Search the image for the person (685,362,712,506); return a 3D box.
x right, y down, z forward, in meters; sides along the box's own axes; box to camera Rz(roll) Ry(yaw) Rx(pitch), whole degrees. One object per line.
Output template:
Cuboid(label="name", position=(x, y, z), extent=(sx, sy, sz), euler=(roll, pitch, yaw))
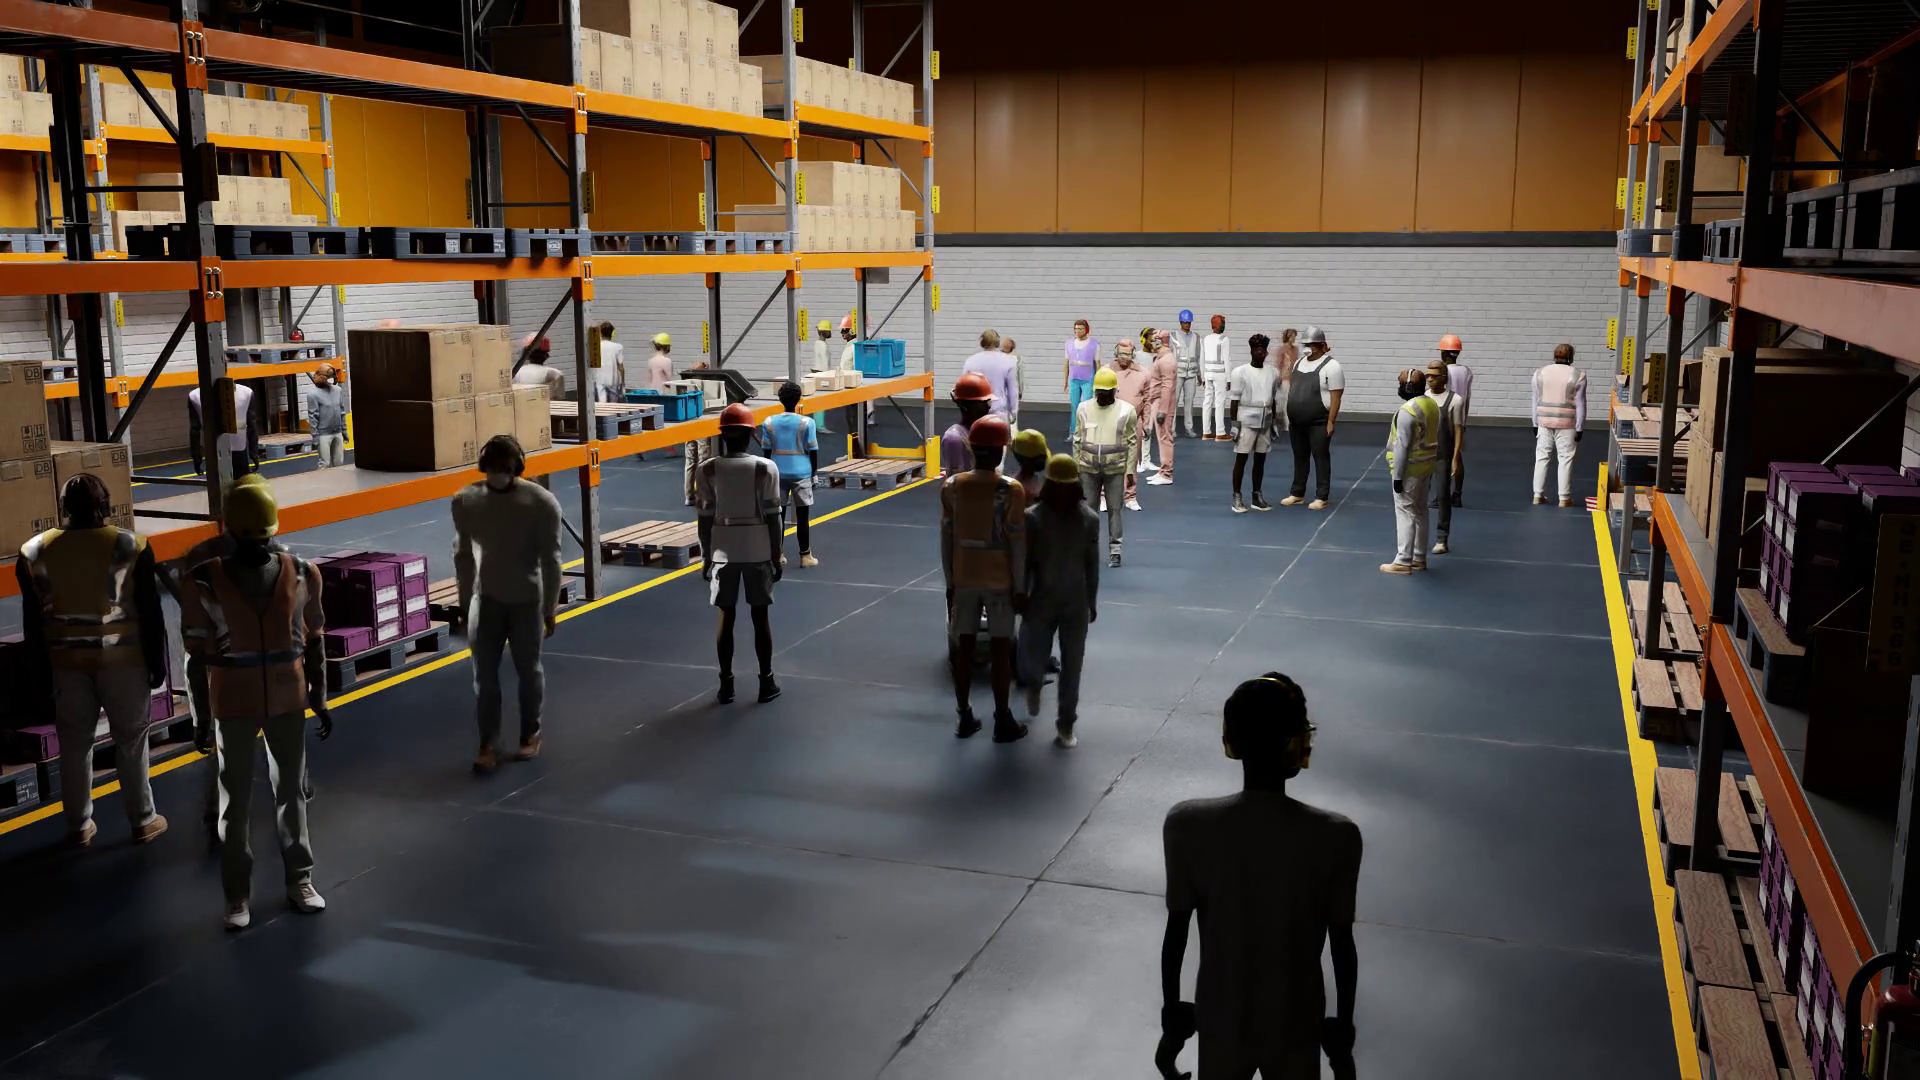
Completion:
Cuboid(label="person", position=(-2.893, -1.168, 18.549), extent=(0.511, 1.634, 0.311), euler=(8, 13, 38))

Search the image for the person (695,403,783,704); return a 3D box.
Cuboid(label="person", position=(-1.400, 0.089, 10.638), extent=(0.542, 1.928, 0.375), euler=(0, 10, -1))

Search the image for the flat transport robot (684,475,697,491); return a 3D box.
Cuboid(label="flat transport robot", position=(-2.744, -0.771, 20.144), extent=(0.652, 0.197, 1.431), euler=(3, 10, 16))

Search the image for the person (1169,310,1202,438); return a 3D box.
Cuboid(label="person", position=(3.402, -2.524, 25.296), extent=(0.601, 1.948, 0.386), euler=(-3, 10, -16))

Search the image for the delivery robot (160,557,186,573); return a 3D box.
Cuboid(label="delivery robot", position=(-6.911, 0.064, 14.376), extent=(0.477, 0.478, 0.707), euler=(-6, 12, -28))

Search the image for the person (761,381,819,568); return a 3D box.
Cuboid(label="person", position=(-1.527, -0.587, 15.082), extent=(0.540, 1.700, 0.315), euler=(3, 10, 15))

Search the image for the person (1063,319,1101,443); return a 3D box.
Cuboid(label="person", position=(1.803, -2.334, 24.521), extent=(0.570, 1.840, 0.373), euler=(6, 12, 29))

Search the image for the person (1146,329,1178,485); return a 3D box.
Cuboid(label="person", position=(2.455, -1.623, 20.348), extent=(0.399, 1.905, 0.642), euler=(1, 10, 8))

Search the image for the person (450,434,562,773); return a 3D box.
Cuboid(label="person", position=(-2.505, 0.349, 9.234), extent=(0.640, 1.899, 0.749), euler=(0, 10, 1))

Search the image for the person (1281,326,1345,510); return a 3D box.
Cuboid(label="person", position=(3.881, -1.363, 18.493), extent=(0.539, 2.000, 0.688), euler=(-8, 13, -37))

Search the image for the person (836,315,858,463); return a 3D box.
Cuboid(label="person", position=(-1.441, -1.984, 22.123), extent=(0.378, 1.995, 0.612), euler=(-3, 11, -18))

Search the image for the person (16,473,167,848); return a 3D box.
Cuboid(label="person", position=(-4.189, 0.587, 8.100), extent=(0.629, 1.837, 0.429), euler=(-2, 10, -9))

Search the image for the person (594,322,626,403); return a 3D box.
Cuboid(label="person", position=(-5.130, -2.259, 24.177), extent=(0.540, 1.826, 0.962), euler=(-2, 10, -10))

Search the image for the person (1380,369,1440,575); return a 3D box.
Cuboid(label="person", position=(4.016, -0.608, 14.843), extent=(0.428, 1.837, 0.625), euler=(8, 13, 39))

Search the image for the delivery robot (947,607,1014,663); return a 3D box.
Cuboid(label="delivery robot", position=(0.138, 0.573, 11.512), extent=(0.477, 0.478, 0.707), euler=(-2, 10, -12))

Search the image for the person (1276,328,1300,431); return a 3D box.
Cuboid(label="person", position=(5.119, -2.523, 26.179), extent=(0.524, 1.622, 0.582), euler=(-10, 14, -44))

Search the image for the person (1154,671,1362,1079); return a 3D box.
Cuboid(label="person", position=(0.754, 1.257, 4.238), extent=(0.517, 1.865, 0.334), euler=(3, 10, 15))

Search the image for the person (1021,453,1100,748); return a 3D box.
Cuboid(label="person", position=(0.574, 0.328, 9.847), extent=(0.488, 1.731, 0.554), euler=(-1, 10, -5))

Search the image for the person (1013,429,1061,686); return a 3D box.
Cuboid(label="person", position=(0.506, 0.103, 11.118), extent=(0.392, 1.729, 0.639), euler=(1, 10, 8))

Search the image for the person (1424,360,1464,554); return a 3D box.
Cuboid(label="person", position=(4.511, -0.790, 15.818), extent=(0.505, 1.845, 0.345), euler=(8, 13, 38))

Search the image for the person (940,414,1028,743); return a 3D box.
Cuboid(label="person", position=(0.153, 0.226, 9.836), extent=(0.547, 1.937, 0.379), euler=(5, 11, 27))

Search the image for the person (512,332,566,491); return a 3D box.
Cuboid(label="person", position=(-4.368, -1.146, 17.331), extent=(0.621, 2.021, 0.516), euler=(1, 10, 7))

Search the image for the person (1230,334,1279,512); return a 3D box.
Cuboid(label="person", position=(3.235, -1.283, 18.260), extent=(0.614, 1.962, 0.366), euler=(-4, 11, -24))

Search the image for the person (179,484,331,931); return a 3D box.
Cuboid(label="person", position=(-3.021, 0.705, 7.193), extent=(0.584, 1.918, 0.376), euler=(-7, 12, -34))

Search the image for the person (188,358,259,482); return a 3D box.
Cuboid(label="person", position=(-6.992, -0.820, 15.834), extent=(0.595, 1.908, 0.410), euler=(-4, 11, -19))

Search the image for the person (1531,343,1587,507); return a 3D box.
Cuboid(label="person", position=(6.712, -1.287, 18.662), extent=(0.619, 1.835, 0.429), euler=(8, 13, 40))

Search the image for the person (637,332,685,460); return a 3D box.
Cuboid(label="person", position=(-4.117, -1.951, 22.639), extent=(0.759, 1.741, 0.522), euler=(-7, 12, -34))

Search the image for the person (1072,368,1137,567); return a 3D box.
Cuboid(label="person", position=(1.305, -0.660, 15.151), extent=(0.586, 1.823, 0.403), euler=(3, 10, 15))

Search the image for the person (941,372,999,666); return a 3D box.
Cuboid(label="person", position=(0.090, -0.154, 11.680), extent=(0.371, 2.044, 0.608), euler=(3, 11, 18))

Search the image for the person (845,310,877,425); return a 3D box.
Cuboid(label="person", position=(-1.586, -2.771, 26.860), extent=(0.674, 1.886, 0.495), euler=(-9, 13, -41))

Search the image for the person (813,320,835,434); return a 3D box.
Cuboid(label="person", position=(-2.111, -2.530, 25.848), extent=(0.330, 1.765, 0.533), euler=(-3, 11, -17))

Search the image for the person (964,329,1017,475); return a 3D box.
Cuboid(label="person", position=(0.367, -1.566, 19.956), extent=(0.654, 1.925, 0.516), euler=(1, 10, 6))

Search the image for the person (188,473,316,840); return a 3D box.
Cuboid(label="person", position=(-3.546, 0.569, 8.314), extent=(0.590, 1.801, 0.828), euler=(0, 10, 0))

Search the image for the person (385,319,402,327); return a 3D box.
Cuboid(label="person", position=(-7.480, -1.934, 21.955), extent=(0.611, 1.970, 0.939), euler=(-2, 10, -12))

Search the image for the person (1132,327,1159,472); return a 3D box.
Cuboid(label="person", position=(2.414, -1.814, 21.523), extent=(0.521, 1.870, 0.328), euler=(-8, 13, -39))

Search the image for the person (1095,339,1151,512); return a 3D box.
Cuboid(label="person", position=(1.797, -1.259, 18.286), extent=(0.643, 1.910, 0.400), euler=(-1, 10, -8))

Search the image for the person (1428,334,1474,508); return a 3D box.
Cuboid(label="person", position=(5.410, -1.307, 18.464), extent=(0.543, 1.939, 0.361), euler=(-6, 12, -30))

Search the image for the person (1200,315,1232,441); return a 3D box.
Cuboid(label="person", position=(3.838, -2.415, 24.871), extent=(0.356, 1.882, 0.573), euler=(-9, 13, -40))

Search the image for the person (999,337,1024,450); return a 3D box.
Cuboid(label="person", position=(0.669, -2.100, 23.863), extent=(0.515, 1.606, 0.772), euler=(0, 10, -1))

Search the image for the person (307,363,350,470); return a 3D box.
Cuboid(label="person", position=(-7.040, -1.167, 18.570), extent=(0.299, 1.622, 0.503), euler=(4, 11, 23))
